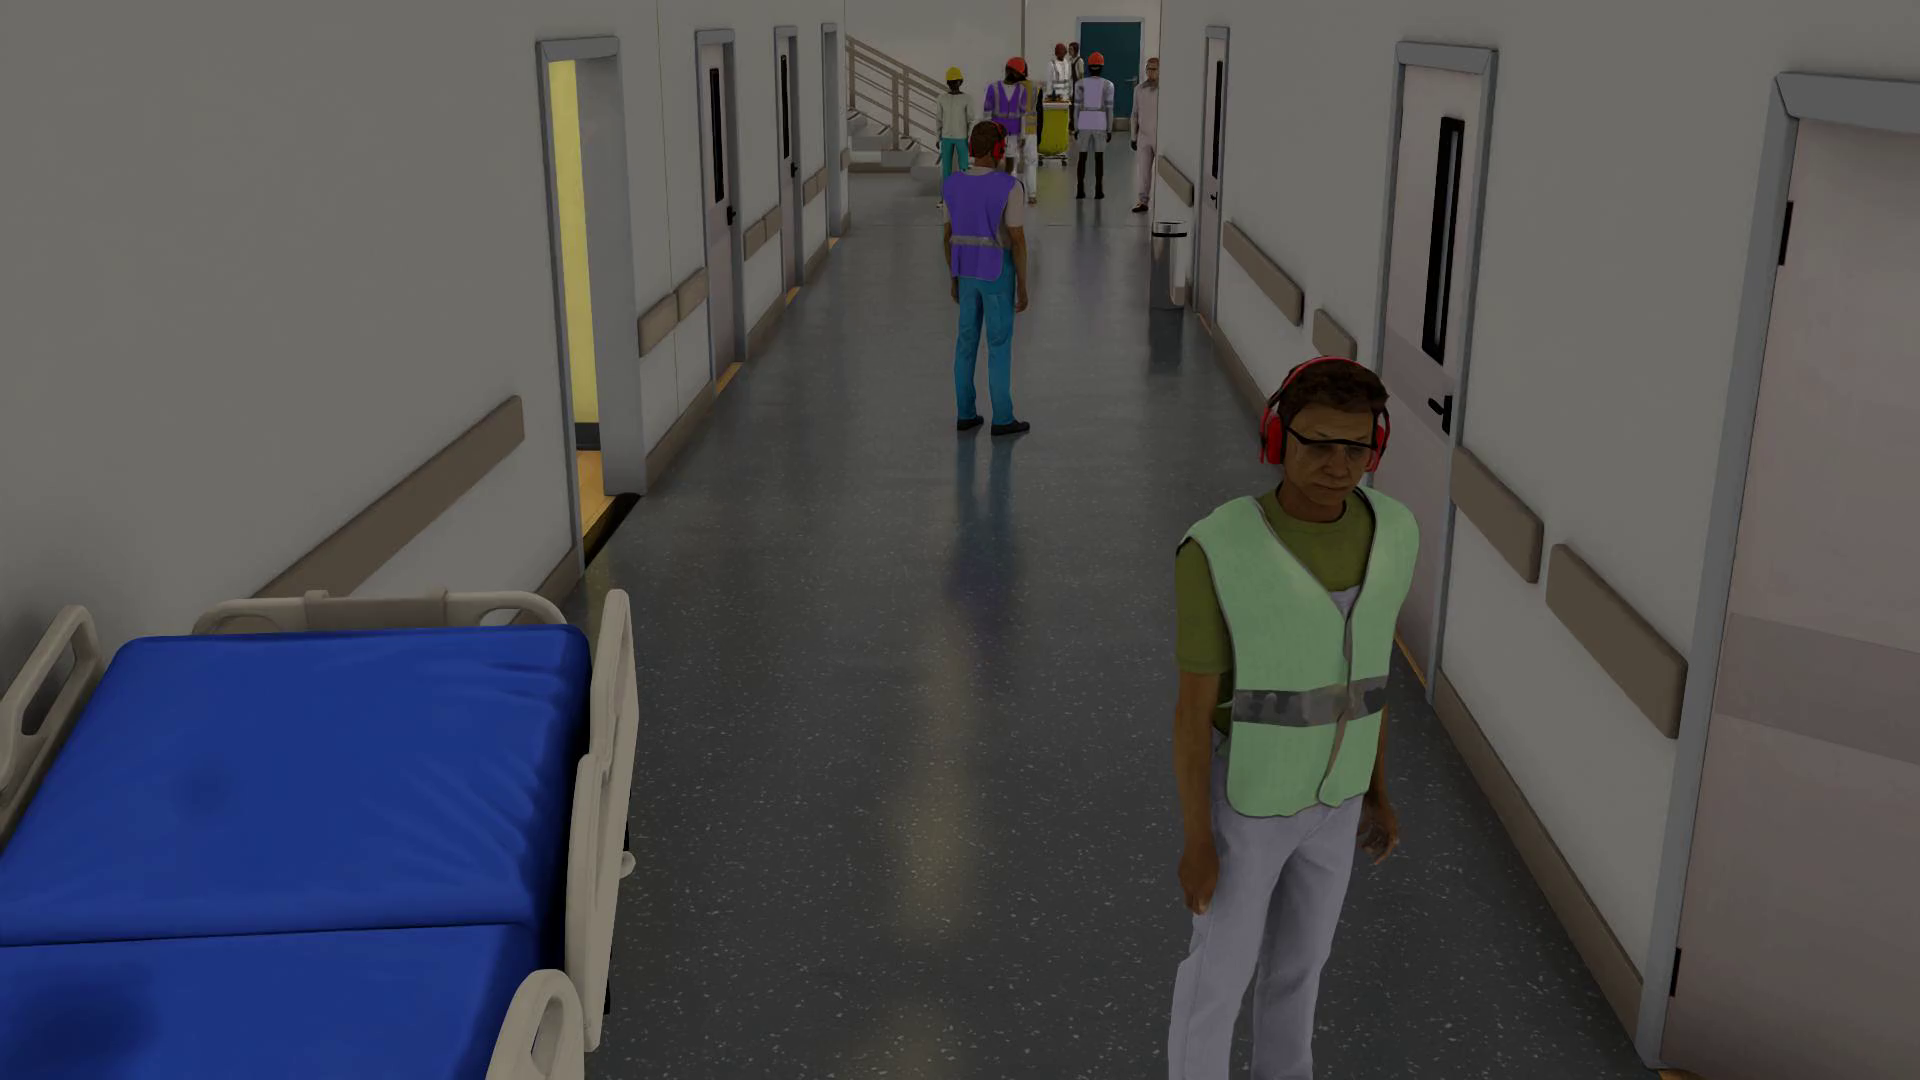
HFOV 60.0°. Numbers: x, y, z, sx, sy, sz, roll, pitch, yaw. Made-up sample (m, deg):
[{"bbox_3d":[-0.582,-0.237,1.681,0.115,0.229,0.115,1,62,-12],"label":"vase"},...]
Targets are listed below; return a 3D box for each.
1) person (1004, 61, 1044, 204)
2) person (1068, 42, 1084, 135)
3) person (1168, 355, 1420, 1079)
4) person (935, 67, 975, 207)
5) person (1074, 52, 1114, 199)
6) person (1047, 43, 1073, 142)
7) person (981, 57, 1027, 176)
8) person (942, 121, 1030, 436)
[{"bbox_3d":[0.780,-5.326,21.757,0.619,1.845,0.430,-1,18,-2],"label":"person"},{"bbox_3d":[2.332,-9.194,33.904,0.346,1.845,0.505,-9,20,-27],"label":"person"},{"bbox_3d":[0.651,0.528,3.362,0.565,1.841,0.396,-10,20,-30],"label":"person"},{"bbox_3d":[-0.069,-5.148,21.321,0.525,1.769,0.315,6,19,17],"label":"person"},{"bbox_3d":[1.799,-5.567,22.393,0.541,1.926,0.419,3,18,9],"label":"person"},{"bbox_3d":[1.882,-8.630,32.102,0.647,1.864,0.537,-13,22,-35],"label":"person"},{"bbox_3d":[0.517,-5.272,21.519,0.713,1.888,0.481,-3,18,-11],"label":"person"},{"bbox_3d":[0.145,-1.534,9.842,0.565,1.840,0.390,12,21,33],"label":"person"}]
